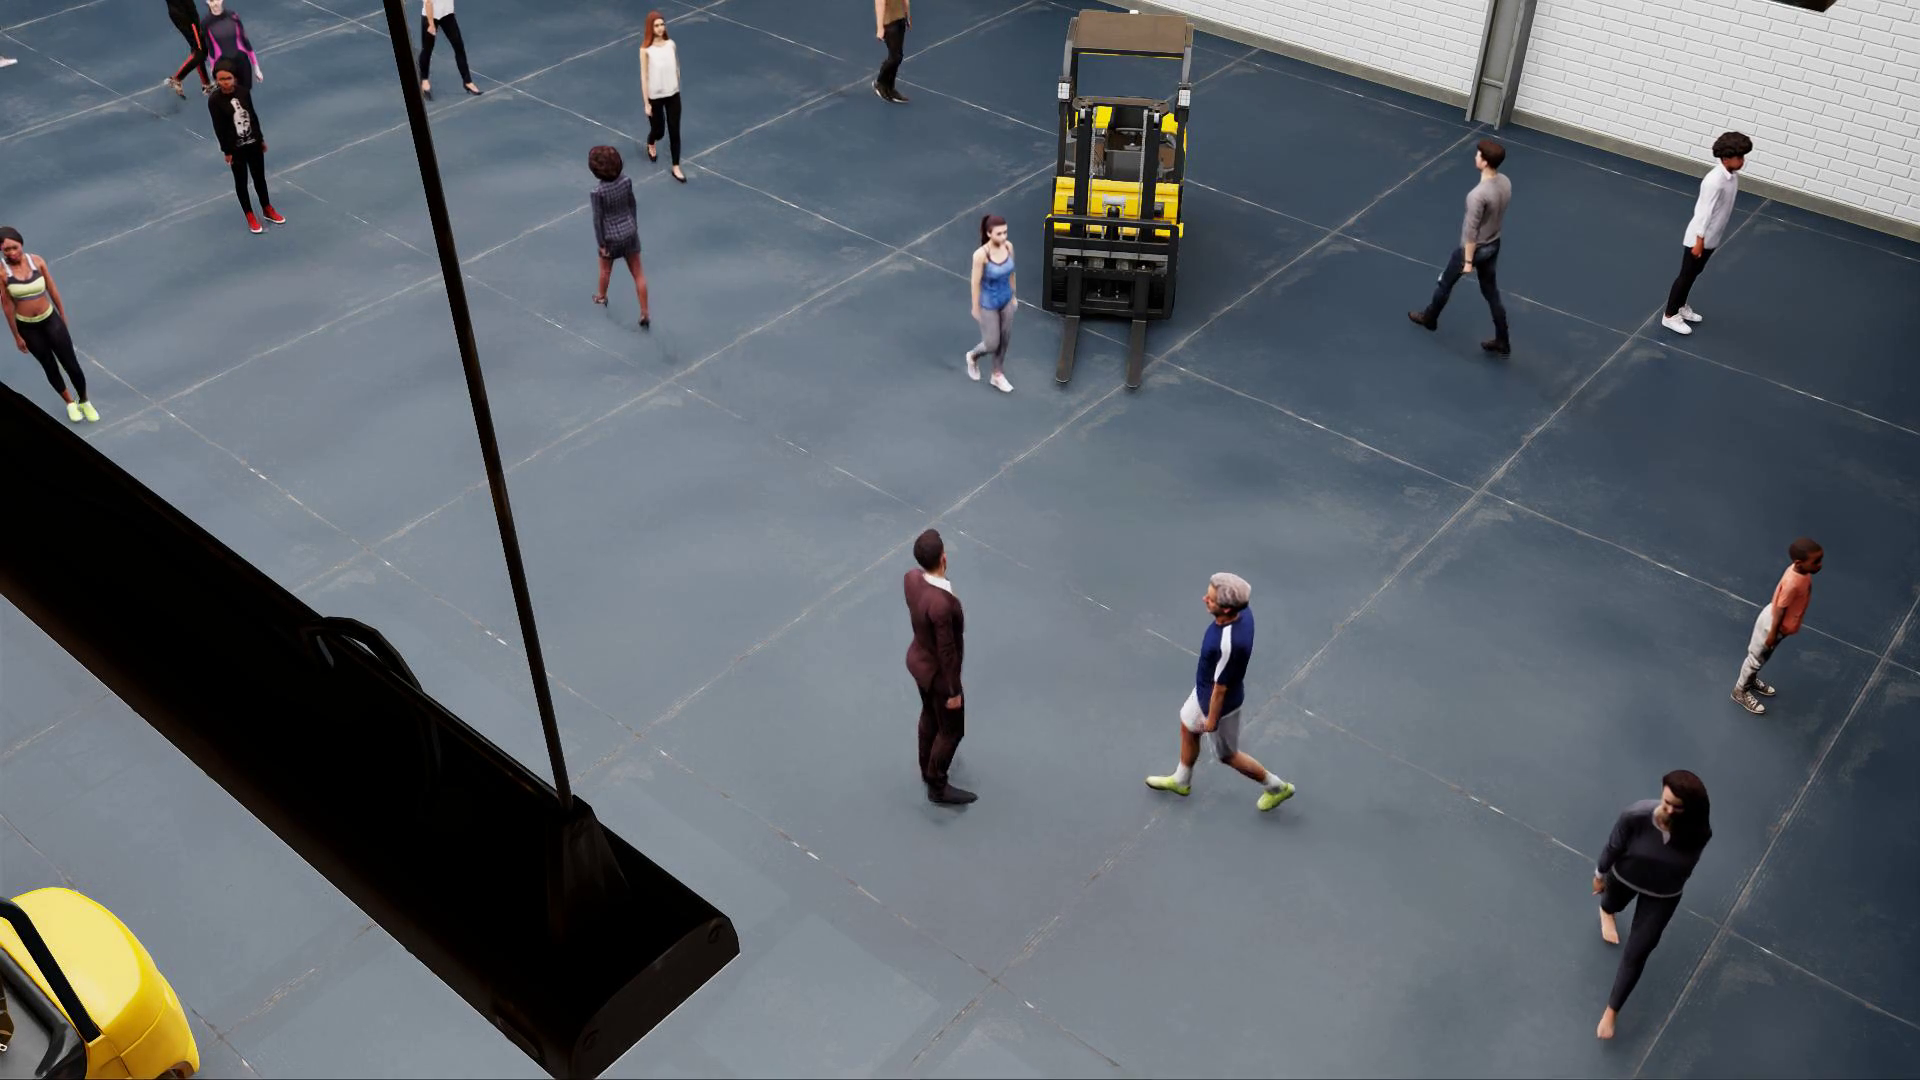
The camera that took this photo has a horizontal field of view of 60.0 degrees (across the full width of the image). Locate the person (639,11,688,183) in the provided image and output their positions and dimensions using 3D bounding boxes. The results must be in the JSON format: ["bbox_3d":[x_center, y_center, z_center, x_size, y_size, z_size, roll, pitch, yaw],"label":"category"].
[{"bbox_3d":[-3.016,-4.453,16.648,0.744,1.712,0.941,-22,44,-25],"label":"person"}]

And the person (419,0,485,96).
[{"bbox_3d":[-5.767,-5.681,18.159,1.045,1.747,0.787,17,42,20],"label":"person"}]

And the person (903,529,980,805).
[{"bbox_3d":[-0.143,0.790,9.982,0.960,1.838,0.721,-10,40,-13],"label":"person"}]

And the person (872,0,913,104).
[{"bbox_3d":[-0.820,-5.642,18.036,0.710,1.839,0.726,22,43,25],"label":"person"}]

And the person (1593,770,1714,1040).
[{"bbox_3d":[3.653,1.760,8.869,1.193,1.713,0.936,12,40,15],"label":"person"}]

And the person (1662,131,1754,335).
[{"bbox_3d":[6.431,-2.668,14.336,0.545,1.809,0.616,29,47,31],"label":"person"}]

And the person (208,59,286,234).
[{"bbox_3d":[-6.831,-3.765,15.817,0.514,1.675,0.588,29,47,31],"label":"person"}]

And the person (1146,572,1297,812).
[{"bbox_3d":[1.624,0.936,9.822,1.231,1.809,1.009,6,39,7],"label":"person"}]

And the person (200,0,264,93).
[{"bbox_3d":[-7.515,-4.889,17.199,0.807,1.707,1.158,-23,44,-26],"label":"person"}]

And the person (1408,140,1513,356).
[{"bbox_3d":[4.438,-2.397,13.962,0.881,1.851,1.310,-25,45,-28],"label":"person"}]

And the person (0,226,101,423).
[{"bbox_3d":[-7.321,-1.721,13.206,0.657,1.739,0.711,-21,43,-25],"label":"person"}]

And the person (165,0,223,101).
[{"bbox_3d":[-8.492,-5.637,18.067,0.876,1.793,0.724,30,48,32],"label":"person"}]

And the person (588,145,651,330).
[{"bbox_3d":[-2.876,-2.555,14.308,0.753,1.668,1.019,-26,45,-29],"label":"person"}]

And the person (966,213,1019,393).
[{"bbox_3d":[0.244,-1.953,13.608,0.612,1.600,0.724,-29,47,-31],"label":"person"}]

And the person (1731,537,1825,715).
[{"bbox_3d":[5.284,0.517,10.747,0.470,1.310,0.477,29,47,31],"label":"person"}]
